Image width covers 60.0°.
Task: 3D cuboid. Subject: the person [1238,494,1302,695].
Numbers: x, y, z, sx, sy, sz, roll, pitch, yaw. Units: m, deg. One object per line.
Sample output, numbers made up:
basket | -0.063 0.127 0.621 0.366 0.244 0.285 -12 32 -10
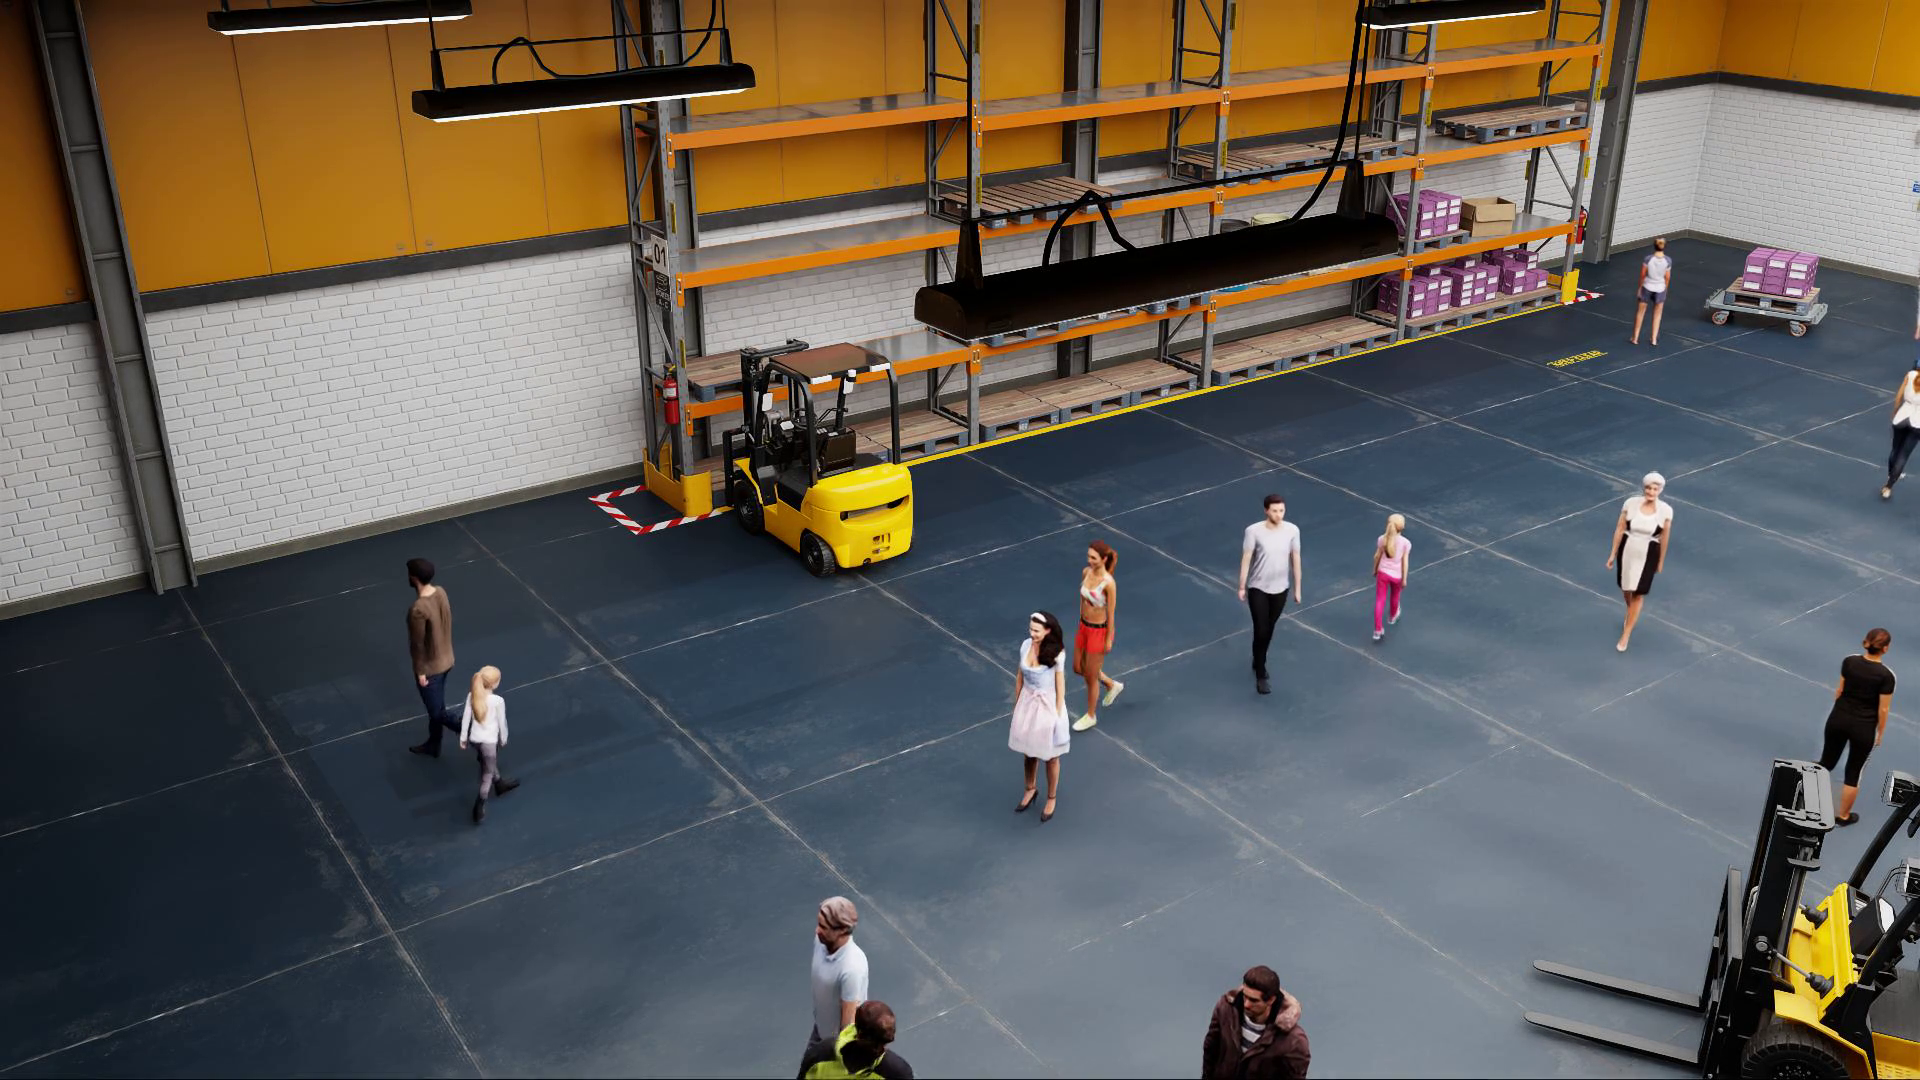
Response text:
person | 2.794 0.415 15.201 1.042 1.844 1.013 -4 24 -8

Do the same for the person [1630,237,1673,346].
person | 10.412 -3.739 24.982 0.642 1.621 0.685 6 24 14

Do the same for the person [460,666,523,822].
person | -3.806 1.624 13.190 0.751 1.240 0.888 6 24 14

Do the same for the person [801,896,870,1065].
person | -0.592 2.855 9.696 1.144 1.783 0.711 -14 27 -29

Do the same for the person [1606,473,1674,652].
person | 6.512 0.156 15.958 0.852 1.712 1.148 16 28 32

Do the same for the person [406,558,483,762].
person | -4.292 1.027 13.770 1.141 1.870 1.083 4 24 10

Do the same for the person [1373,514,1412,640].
person | 4.135 0.366 16.066 0.768 1.241 0.954 11 26 24

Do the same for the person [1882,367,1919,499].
person | 10.993 -1.304 19.269 0.663 1.734 0.994 21 31 39

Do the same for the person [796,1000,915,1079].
person | -0.560 3.178 8.745 0.971 1.952 0.958 14 27 30

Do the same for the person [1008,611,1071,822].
person | 0.633 1.370 13.054 0.790 1.813 0.822 17 29 34

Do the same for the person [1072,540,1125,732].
person | 1.233 0.796 14.411 0.792 1.778 0.569 -15 28 -31

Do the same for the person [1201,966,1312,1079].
person | 1.579 3.085 9.087 0.827 1.848 0.780 18 29 35

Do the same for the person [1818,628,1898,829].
person | 7.013 1.450 13.057 0.513 1.665 0.571 -15 28 -30
